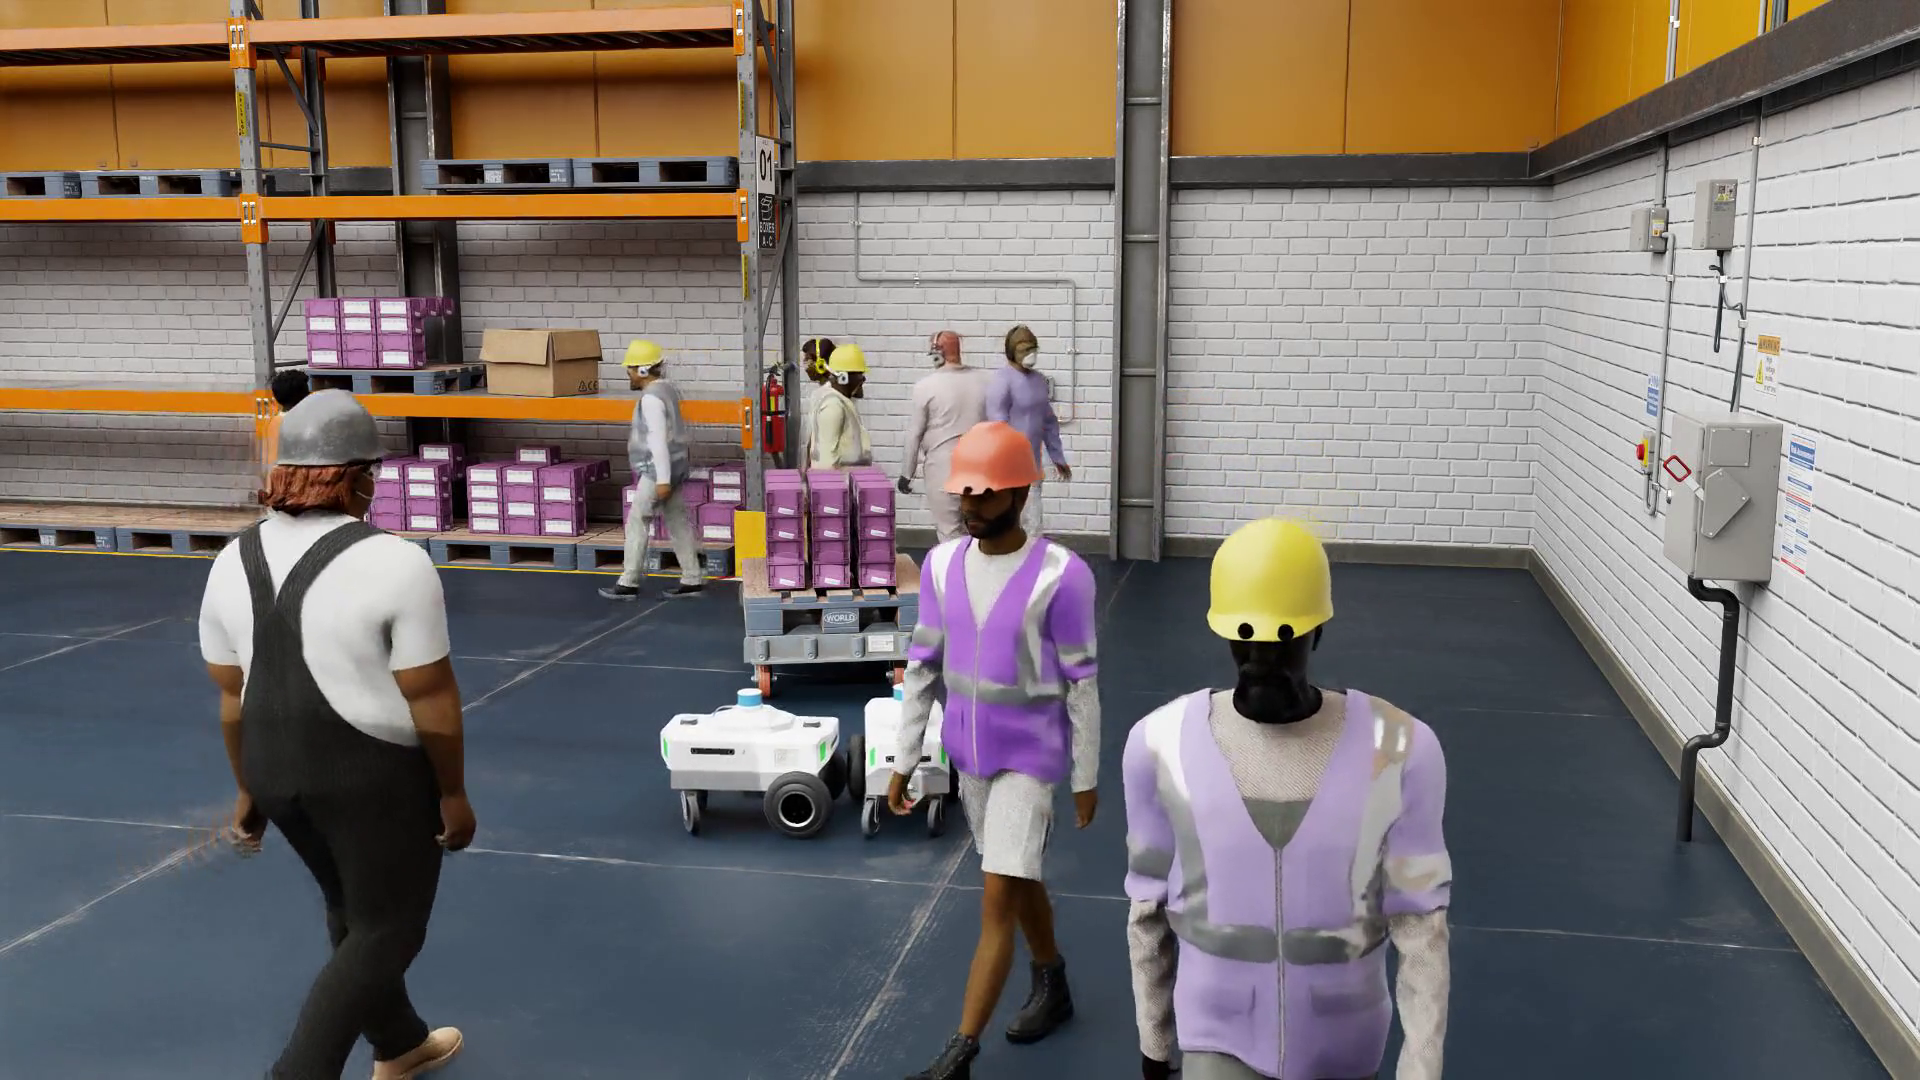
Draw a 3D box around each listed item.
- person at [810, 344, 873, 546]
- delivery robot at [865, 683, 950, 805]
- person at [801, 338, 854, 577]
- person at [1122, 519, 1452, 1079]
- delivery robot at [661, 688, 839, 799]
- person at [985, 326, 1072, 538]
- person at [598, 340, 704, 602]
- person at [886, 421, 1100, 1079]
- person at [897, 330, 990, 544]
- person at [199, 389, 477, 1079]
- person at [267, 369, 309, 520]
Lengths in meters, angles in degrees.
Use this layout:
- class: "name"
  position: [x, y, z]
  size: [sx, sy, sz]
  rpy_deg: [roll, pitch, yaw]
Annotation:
- class: "person"
  position: [-0.642, -0.351, 10.721]
  size: [0.842, 1.798, 0.606]
  rpy_deg: [0, 9, -2]
- class: "delivery robot"
  position: [-0.229, 0.847, 6.990]
  size: [0.477, 0.478, 0.707]
  rpy_deg: [-1, 9, -4]
- class: "person"
  position: [-0.859, -0.405, 10.957]
  size: [0.435, 1.847, 0.518]
  rpy_deg: [3, 10, 15]
- class: "person"
  position: [0.587, 0.881, 3.086]
  size: [0.587, 1.886, 0.980]
  rpy_deg: [2, 10, 10]
- class: "delivery robot"
  position: [-0.870, 0.861, 6.905]
  size: [0.707, 0.478, 0.477]
  rpy_deg: [1, 9, 5]
- class: "person"
  position: [0.472, -0.482, 11.244]
  size: [0.590, 1.912, 0.696]
  rpy_deg: [5, 11, 29]
- class: "person"
  position: [-2.169, -0.469, 11.464]
  size: [0.815, 1.794, 0.650]
  rpy_deg: [0, 9, 0]
- class: "person"
  position: [0.066, 0.613, 4.675]
  size: [0.563, 1.879, 1.004]
  rpy_deg: [7, 12, 36]
- class: "person"
  position: [-0.088, -0.460, 11.166]
  size: [0.649, 1.879, 0.572]
  rpy_deg: [-7, 12, -37]
- class: "person"
  position: [-1.630, 0.593, 4.335]
  size: [0.686, 2.000, 0.901]
  rpy_deg: [4, 10, 24]
- class: "person"
  position: [-4.318, -0.254, 10.582]
  size: [0.794, 1.670, 0.531]
  rpy_deg: [-7, 12, -36]
